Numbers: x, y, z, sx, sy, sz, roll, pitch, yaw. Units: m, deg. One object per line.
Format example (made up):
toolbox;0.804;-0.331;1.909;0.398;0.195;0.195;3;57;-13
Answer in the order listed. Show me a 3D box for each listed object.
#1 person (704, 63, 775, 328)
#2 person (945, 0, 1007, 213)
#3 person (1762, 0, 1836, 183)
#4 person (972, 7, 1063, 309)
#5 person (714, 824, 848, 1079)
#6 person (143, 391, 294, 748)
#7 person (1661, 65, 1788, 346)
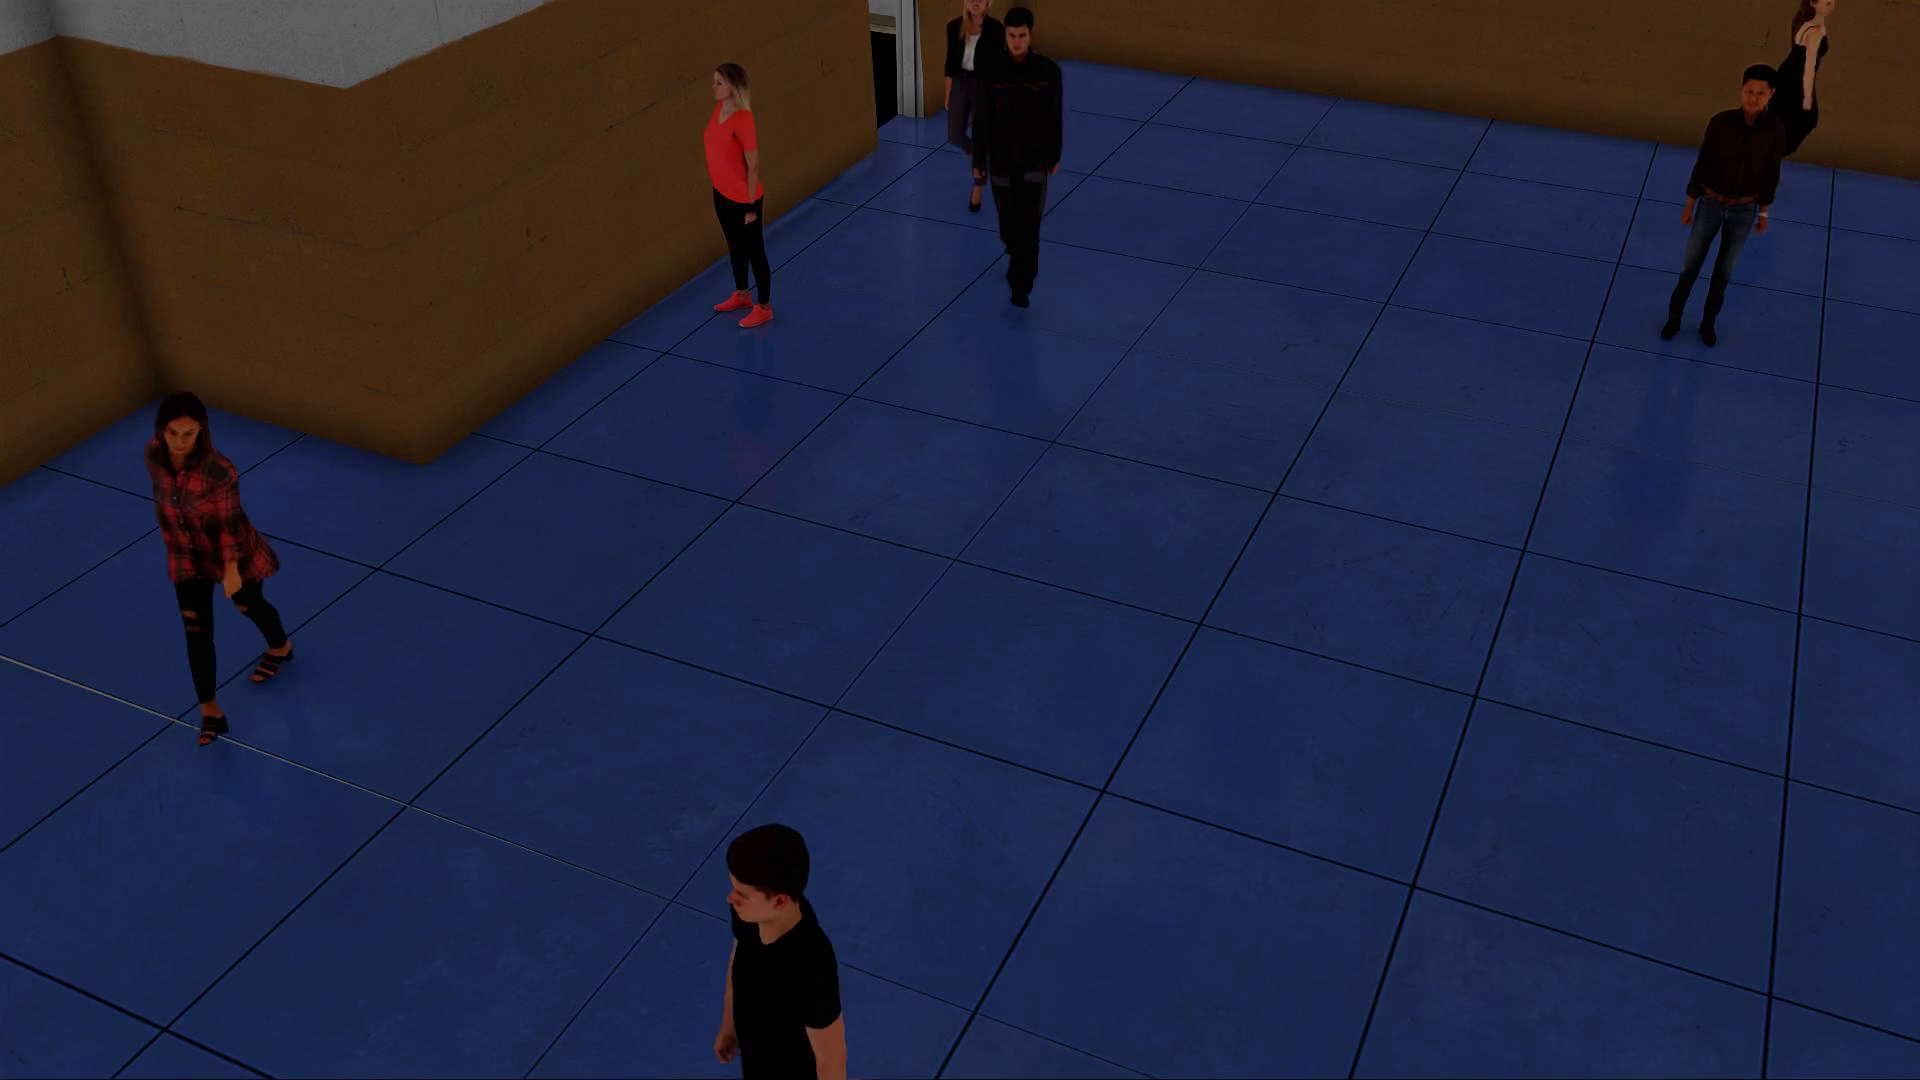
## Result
person;-1.398;-2.185;10.550;0.732;1.693;0.625;-22;40;-30
person;0.116;-3.270;12.212;0.786;1.658;0.746;8;34;11
person;6.227;-3.398;12.449;0.711;1.609;0.725;-1;34;-2
person;0.390;-2.535;10.888;1.227;1.901;1.026;4;34;7
person;-0.414;1.520;4.839;0.878;1.850;0.808;-15;37;-21
person;-3.219;0.037;7.256;1.014;1.642;0.877;11;35;16
person;4.747;-2.068;10.296;0.462;1.779;0.725;12;35;17
